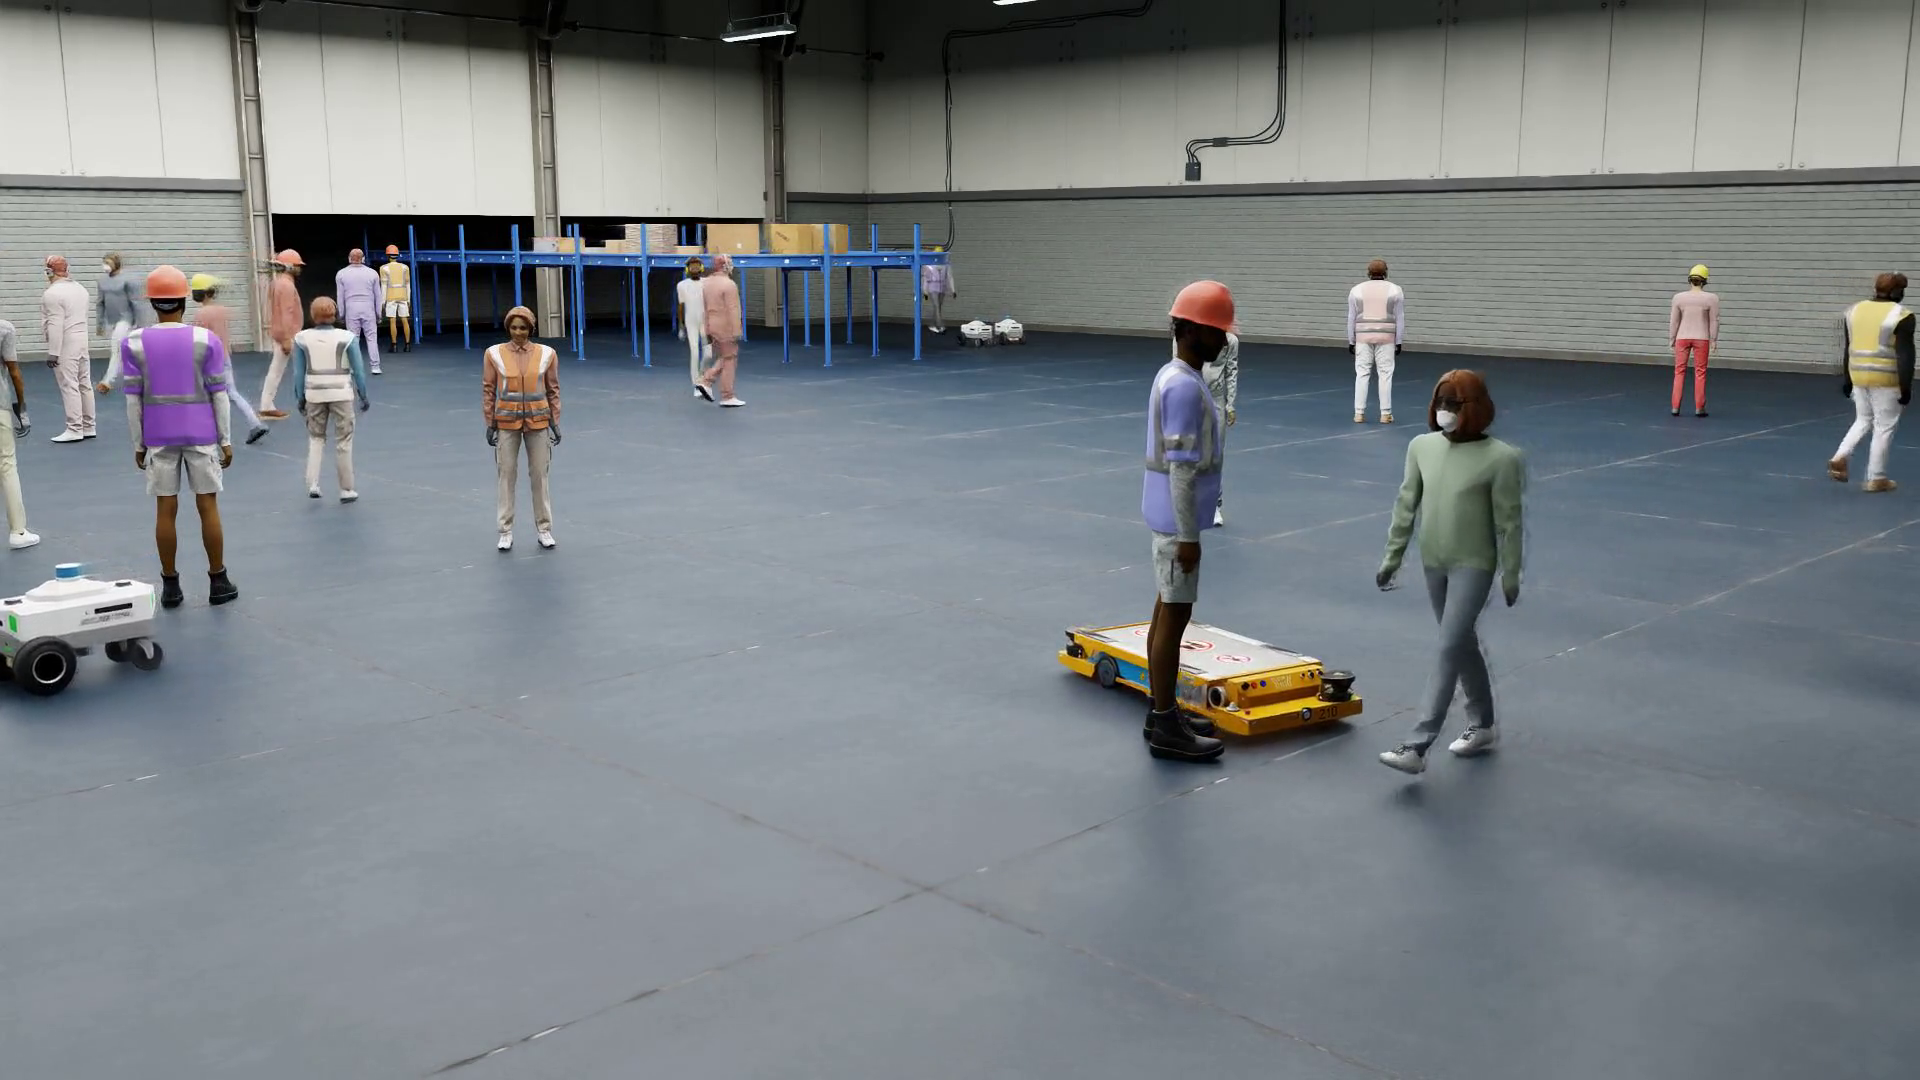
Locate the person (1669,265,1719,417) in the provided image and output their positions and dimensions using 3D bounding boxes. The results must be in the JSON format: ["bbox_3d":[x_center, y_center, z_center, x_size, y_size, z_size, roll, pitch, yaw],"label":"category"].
[{"bbox_3d":[8.614,-2.338,19.536,0.535,1.764,0.316,7,12,33],"label":"person"}]

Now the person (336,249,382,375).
[{"bbox_3d":[-9.128,-3.469,25.310,0.652,1.906,0.403,-4,11,-20],"label":"person"}]

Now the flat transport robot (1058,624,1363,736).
[{"bbox_3d":[1.123,0.596,7.721,0.652,0.197,1.431,-6,12,-30],"label":"flat transport robot"}]

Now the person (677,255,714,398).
[{"bbox_3d":[-3.439,-2.804,21.836,0.551,1.848,0.453,-3,11,-18],"label":"person"}]

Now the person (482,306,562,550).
[{"bbox_3d":[-2.959,-0.760,11.266,0.514,1.640,0.310,-4,11,-20],"label":"person"}]

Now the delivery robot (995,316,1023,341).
[{"bbox_3d":[0.952,-4.130,32.461,0.477,0.478,0.707,-4,11,-20],"label":"delivery robot"}]

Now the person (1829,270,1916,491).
[{"bbox_3d":[7.596,-1.315,13.787,0.492,1.824,0.644,-4,11,-20],"label":"person"}]

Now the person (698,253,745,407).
[{"bbox_3d":[-2.919,-2.590,20.562,0.480,1.892,0.647,-7,12,-33],"label":"person"}]

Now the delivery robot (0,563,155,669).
[{"bbox_3d":[-4.272,0.356,8.001,0.477,0.478,0.707,8,13,37],"label":"delivery robot"}]

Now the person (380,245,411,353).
[{"bbox_3d":[-10.249,-4.381,30.193,0.542,1.939,0.362,-8,13,-36],"label":"person"}]

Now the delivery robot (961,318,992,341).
[{"bbox_3d":[0.316,-4.017,31.845,0.477,0.478,0.707,-6,12,-28],"label":"delivery robot"}]

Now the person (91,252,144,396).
[{"bbox_3d":[-11.221,-2.875,22.127,0.648,1.883,1.047,5,11,23],"label":"person"}]

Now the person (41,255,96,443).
[{"bbox_3d":[-9.218,-1.967,17.137,0.403,1.904,0.637,0,10,1],"label":"person"}]

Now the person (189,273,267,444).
[{"bbox_3d":[-7.515,-1.826,16.810,0.850,1.734,0.520,2,11,10],"label":"person"}]

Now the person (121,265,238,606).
[{"bbox_3d":[-4.468,-0.596,9.547,0.546,1.941,0.356,-3,11,-17],"label":"person"}]

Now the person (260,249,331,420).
[{"bbox_3d":[-7.641,-2.366,19.195,1.037,1.935,0.645,-7,12,-33],"label":"person"}]

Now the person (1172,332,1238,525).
[{"bbox_3d":[1.779,-0.977,12.186,0.483,1.738,0.312,2,11,13],"label":"person"}]

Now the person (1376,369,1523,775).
[{"bbox_3d":[1.920,0.123,6.577,0.861,1.588,0.500,-7,13,-35],"label":"person"}]

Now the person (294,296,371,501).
[{"bbox_3d":[-4.981,-1.110,13.193,0.537,1.636,0.370,0,10,-2],"label":"person"}]

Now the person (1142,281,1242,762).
[{"bbox_3d":[0.937,-0.086,6.808,0.385,1.928,0.546,1,10,5],"label":"person"}]

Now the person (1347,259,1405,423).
[{"bbox_3d":[4.719,-2.259,18.881,0.630,1.846,0.429,4,11,19],"label":"person"}]

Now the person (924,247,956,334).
[{"bbox_3d":[-0.460,-5.400,35.984,0.611,1.858,1.027,-5,11,-24],"label":"person"}]

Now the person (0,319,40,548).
[{"bbox_3d":[-6.591,-0.869,11.246,0.533,1.864,0.311,-3,11,-14],"label":"person"}]
